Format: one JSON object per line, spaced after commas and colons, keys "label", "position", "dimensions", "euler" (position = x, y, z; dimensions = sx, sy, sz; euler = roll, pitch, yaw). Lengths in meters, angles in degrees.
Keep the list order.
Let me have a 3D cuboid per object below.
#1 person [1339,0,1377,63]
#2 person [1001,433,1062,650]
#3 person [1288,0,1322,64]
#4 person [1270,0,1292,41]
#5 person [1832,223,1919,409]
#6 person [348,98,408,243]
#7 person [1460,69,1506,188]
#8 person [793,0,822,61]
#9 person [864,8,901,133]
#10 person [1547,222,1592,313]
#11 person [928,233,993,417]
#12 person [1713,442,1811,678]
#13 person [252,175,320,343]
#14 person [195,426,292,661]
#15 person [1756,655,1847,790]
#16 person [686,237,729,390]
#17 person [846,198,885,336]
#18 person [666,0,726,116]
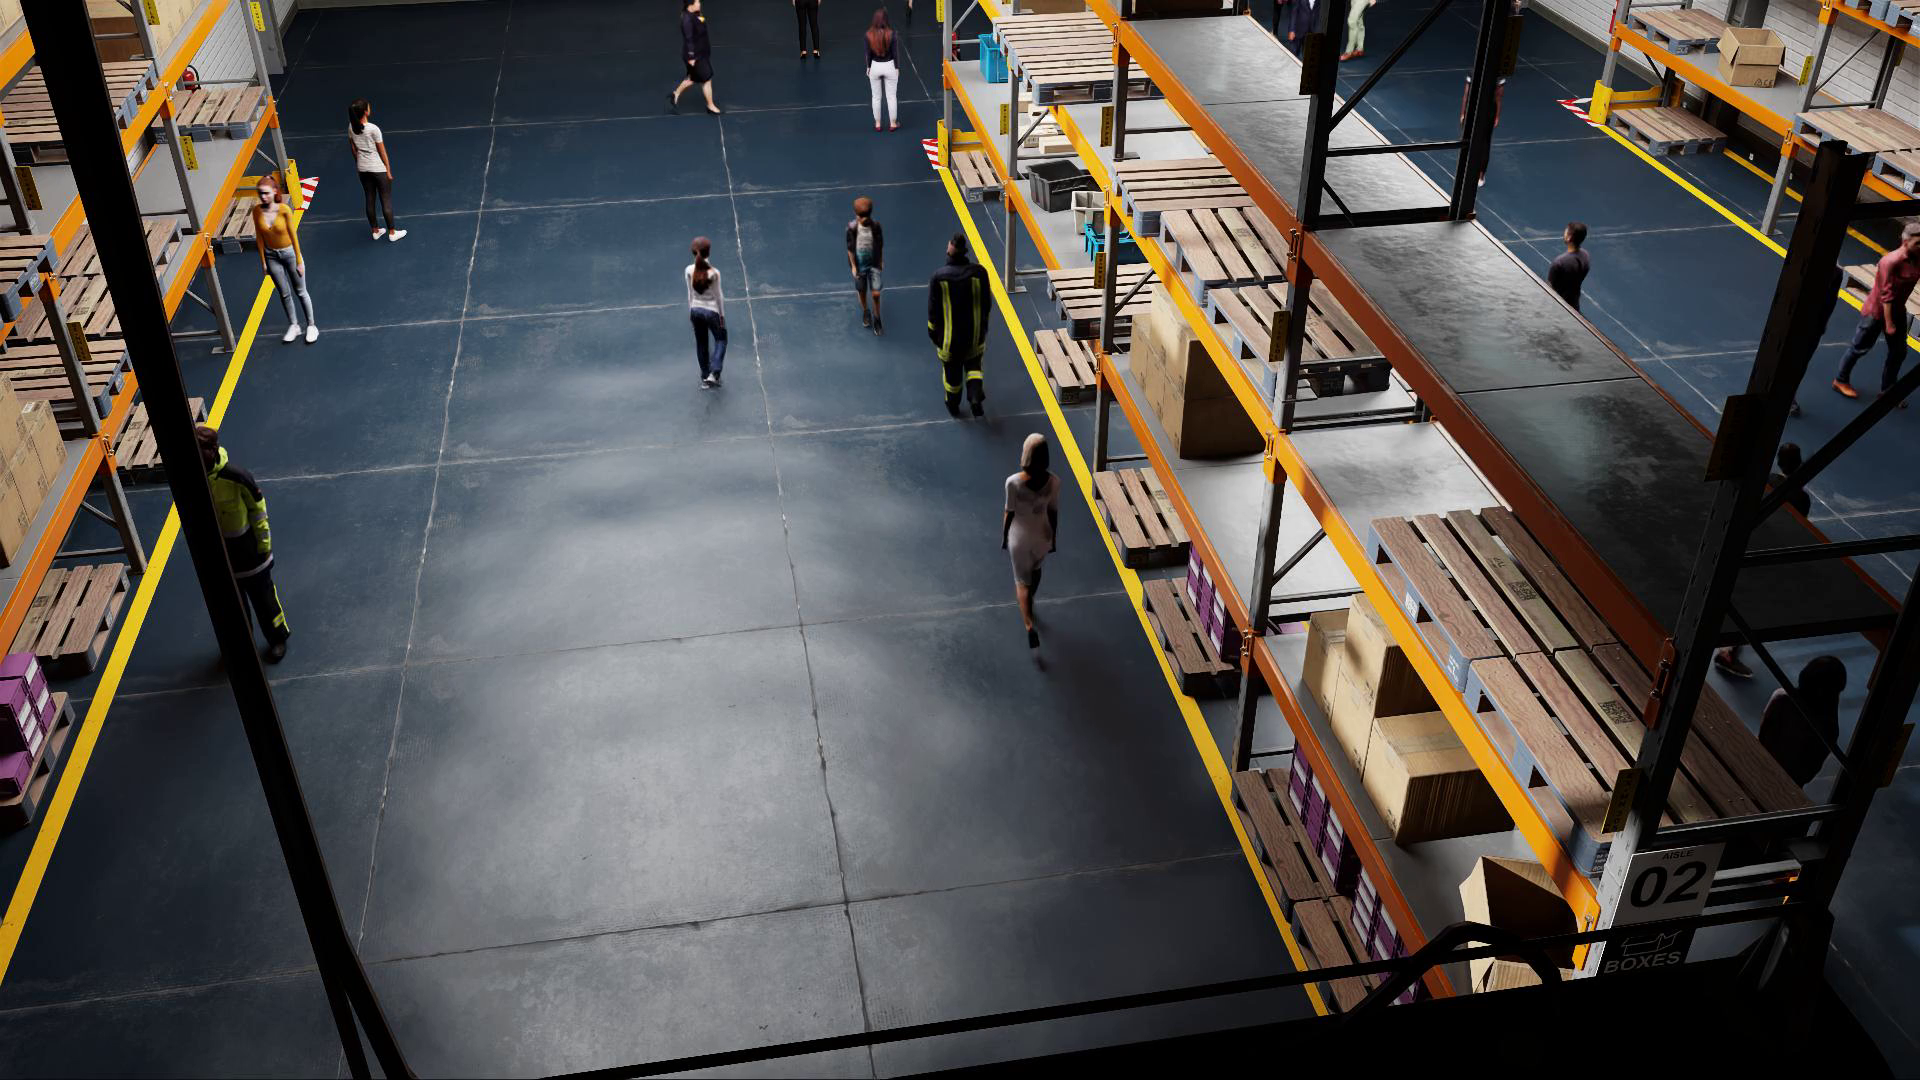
{"label": "person", "position": [5.928, -7.965, 24.328], "dimensions": [0.916, 1.849, 0.901], "euler": [-17, 37, -24]}
{"label": "person", "position": [0.537, 0.033, 12.410], "dimensions": [0.574, 1.721, 1.014], "euler": [-5, 34, -8]}
{"label": "person", "position": [4.737, -7.127, 23.198], "dimensions": [0.814, 1.704, 1.113], "euler": [-14, 36, -20]}
{"label": "person", "position": [4.951, -8.173, 24.933], "dimensions": [0.632, 1.526, 1.030], "euler": [-9, 35, -14]}
{"label": "person", "position": [8.599, -2.166, 15.642], "dimensions": [0.837, 1.806, 1.008], "euler": [-15, 36, -21]}
{"label": "person", "position": [-6.656, -4.201, 18.849], "dimensions": [0.652, 1.646, 0.661], "euler": [9, 35, 14]}
{"label": "person", "position": [6.317, -5.151, 20.201], "dimensions": [0.717, 1.731, 0.743], "euler": [10, 35, 14]}
{"label": "person", "position": [-2.249, -7.919, 24.362], "dimensions": [0.565, 1.734, 0.493], "euler": [-4, 34, -6]}
{"label": "person", "position": [-1.009, -6.175, 21.854], "dimensions": [0.655, 1.607, 0.624], "euler": [3, 34, 5]}
{"label": "person", "position": [5.673, -2.109, 15.605], "dimensions": [0.798, 1.751, 0.871], "euler": [-19, 38, -26]}
{"label": "person", "position": [0.020, -1.928, 15.246], "dimensions": [0.750, 1.848, 0.809], "euler": [-6, 34, -9]}
{"label": "person", "position": [5.880, 0.143, 12.199], "dimensions": [0.852, 1.773, 0.607], "euler": [-3, 34, -5]}
{"label": "person", "position": [-6.776, -2.814, 16.670], "dimensions": [0.608, 1.748, 0.577], "euler": [1, 34, 1]}
{"label": "person", "position": [-5.350, 0.015, 12.207], "dimensions": [0.800, 1.977, 0.685], "euler": [-1, 34, -2]}
{"label": "person", "position": [5.222, 1.358, 10.514], "dimensions": [0.611, 1.614, 0.630], "euler": [-5, 34, -8]}
{"label": "person", "position": [-2.436, -2.107, 15.788], "dimensions": [0.634, 1.546, 0.747], "euler": [4, 34, 6]}
{"label": "person", "position": [-0.966, -2.859, 17.030], "dimensions": [0.565, 1.424, 0.751], "euler": [-4, 34, -6]}
{"label": "person", "position": [-3.612, -6.487, 22.286], "dimensions": [0.912, 1.647, 1.042], "euler": [2, 34, 3]}
